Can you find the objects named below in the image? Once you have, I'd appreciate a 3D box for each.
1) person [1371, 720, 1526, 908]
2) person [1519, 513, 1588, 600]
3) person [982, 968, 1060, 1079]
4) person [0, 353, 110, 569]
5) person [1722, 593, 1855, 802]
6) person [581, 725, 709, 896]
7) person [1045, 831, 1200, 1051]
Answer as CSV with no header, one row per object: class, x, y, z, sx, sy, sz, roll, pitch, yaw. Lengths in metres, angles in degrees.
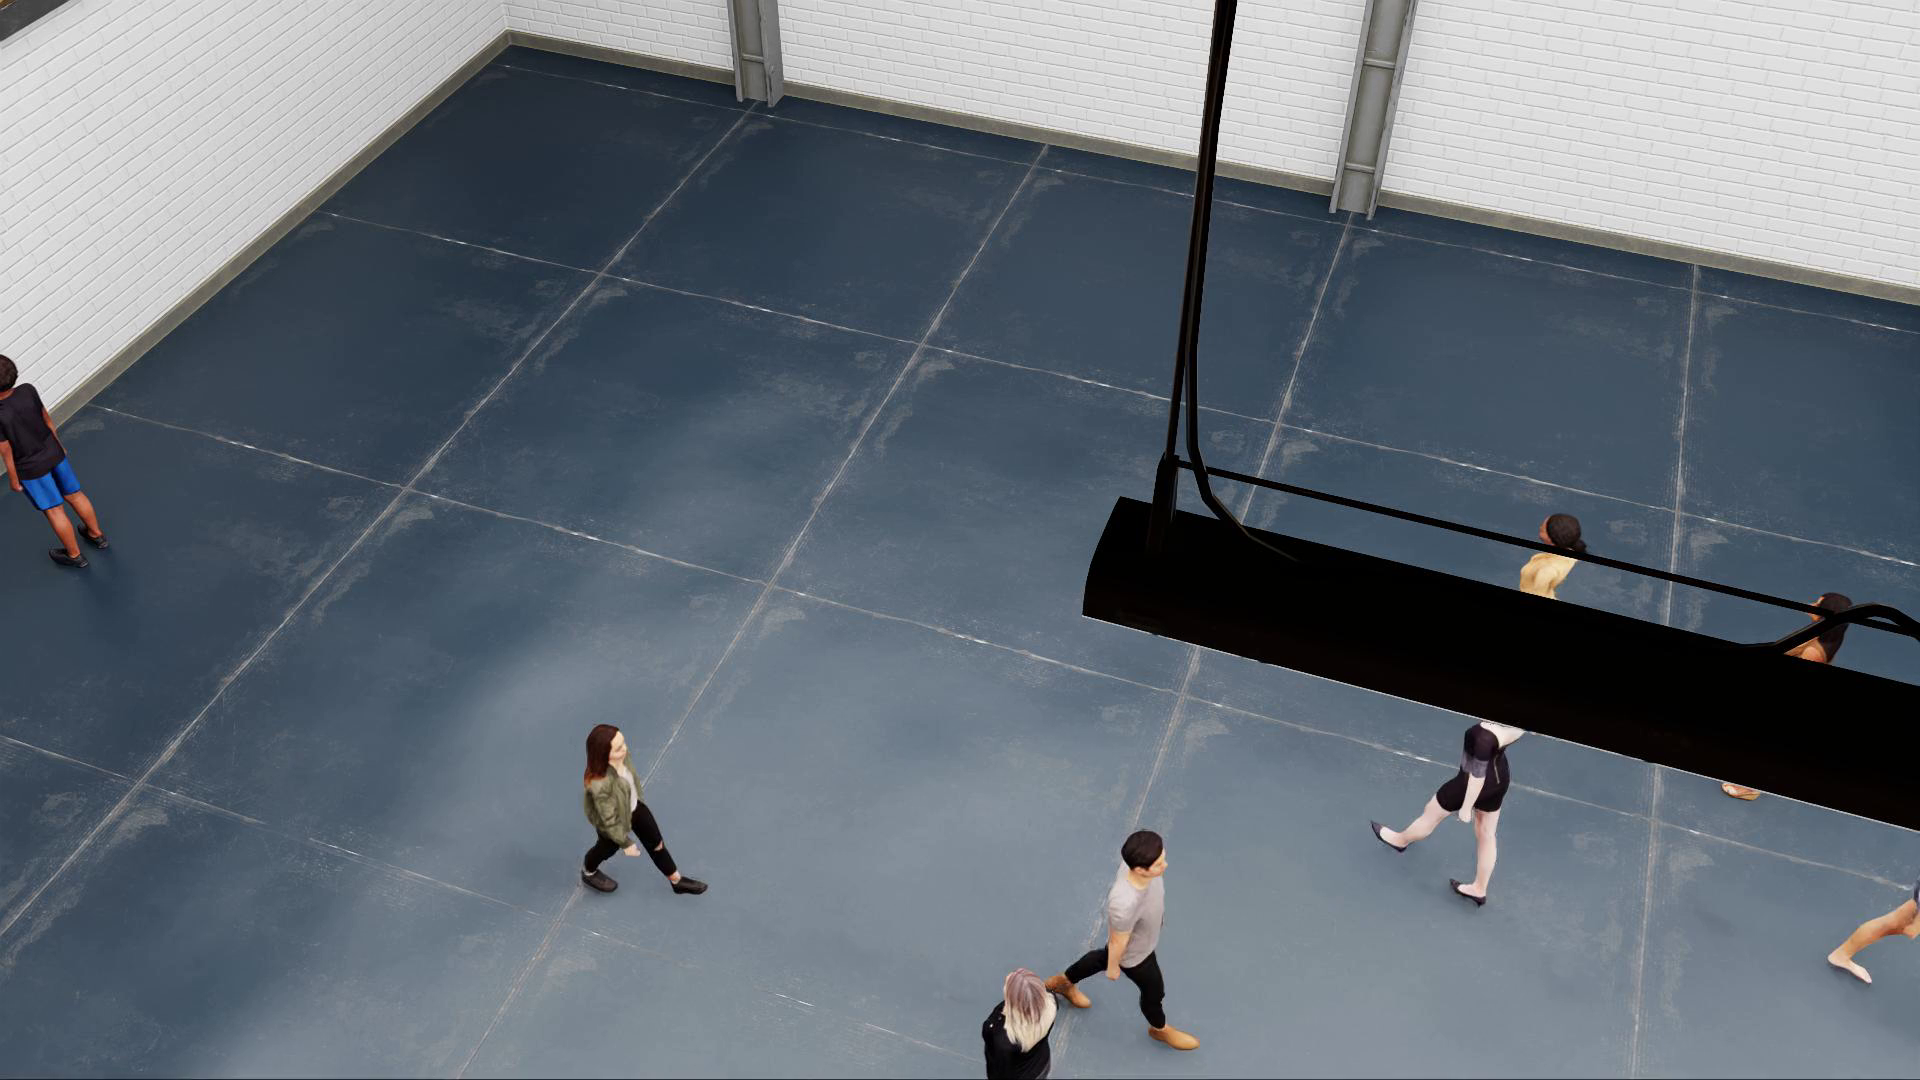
person,2.976,1.439,9.286,0.944,1.802,1.111,-29,51,-27
person,3.612,0.465,10.412,0.665,1.659,0.671,32,52,29
person,0.300,2.611,8.140,0.640,1.686,0.678,29,51,27
person,-6.311,-0.555,11.380,0.587,1.800,0.612,17,46,17
person,4.943,0.929,9.902,0.576,1.690,0.603,25,49,24
person,-1.995,1.566,9.415,0.980,1.439,0.586,13,45,13
person,0.826,2.057,8.721,1.112,1.686,0.622,13,45,13
